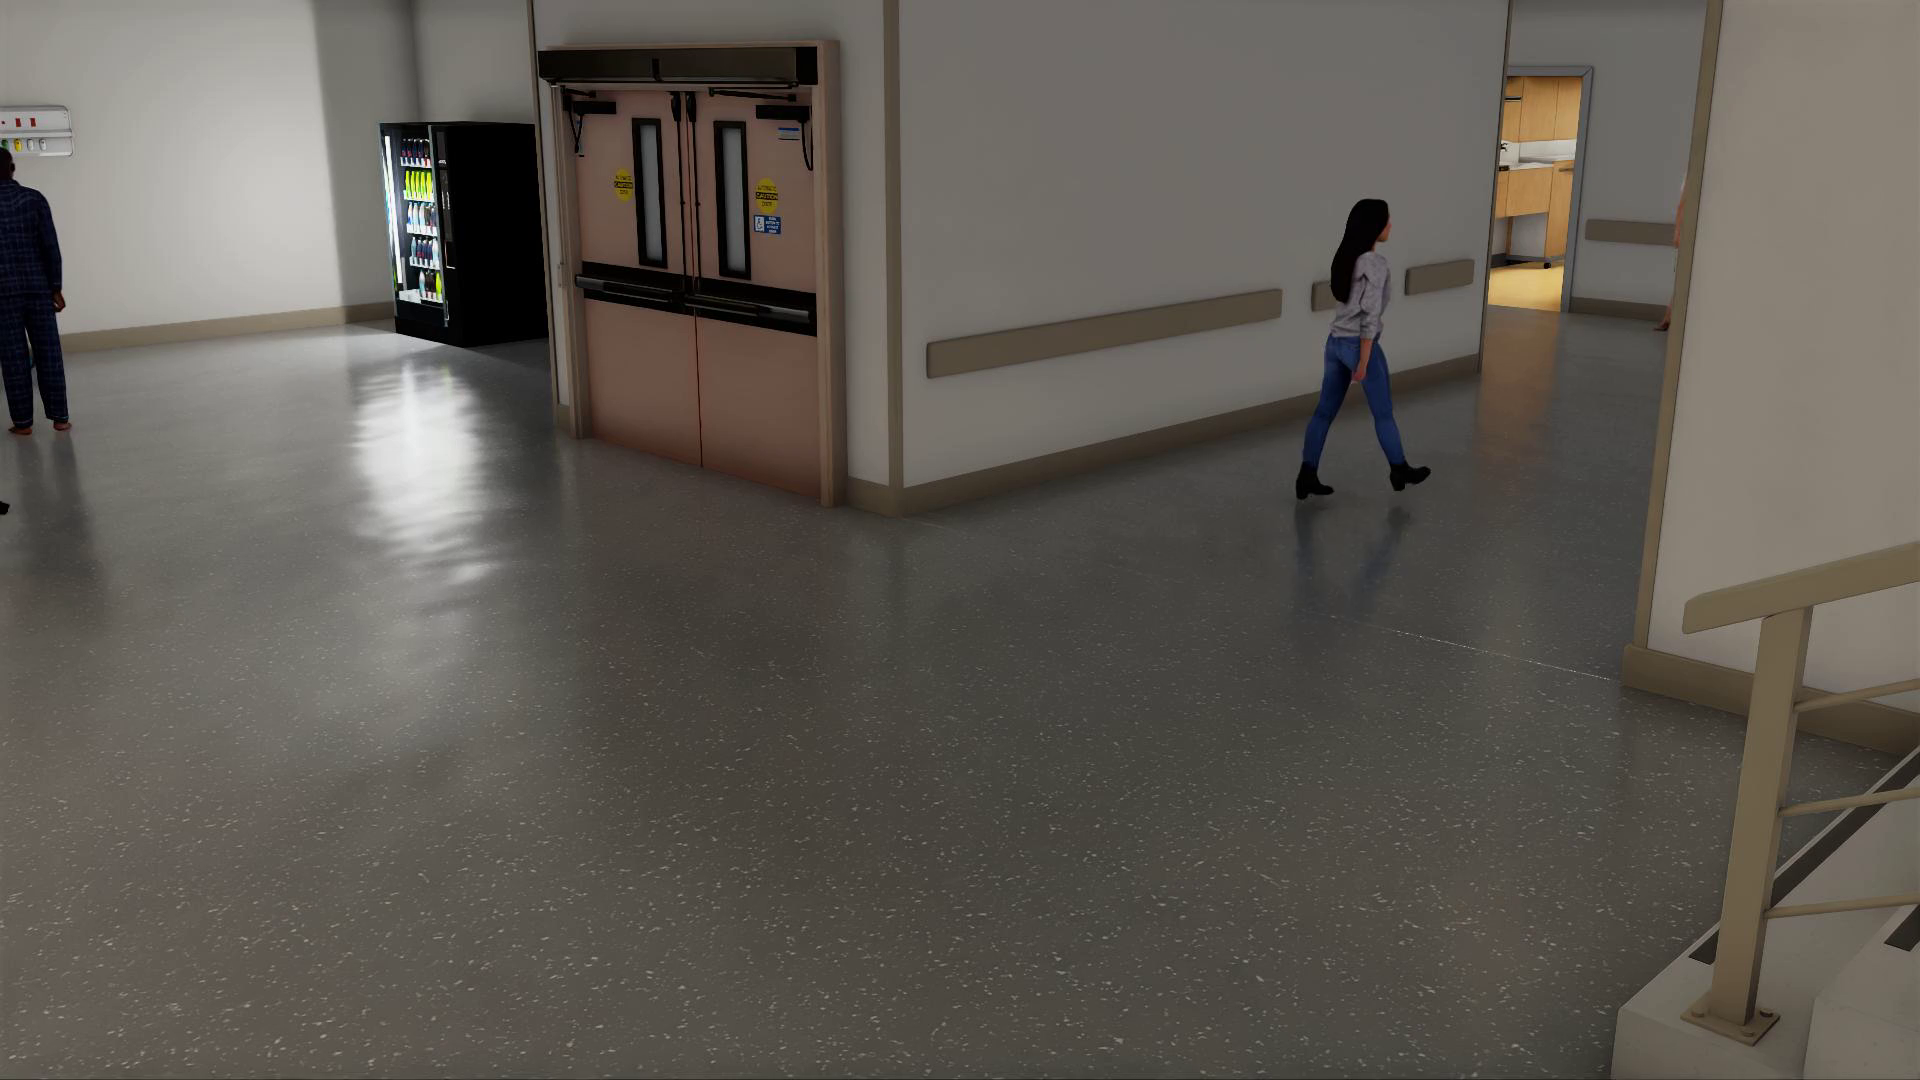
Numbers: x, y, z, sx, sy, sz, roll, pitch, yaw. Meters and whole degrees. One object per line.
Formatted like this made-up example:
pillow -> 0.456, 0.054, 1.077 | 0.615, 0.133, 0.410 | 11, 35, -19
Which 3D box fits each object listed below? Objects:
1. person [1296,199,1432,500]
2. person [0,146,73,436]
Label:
person -> 2.023, -0.982, 8.879 | 0.916, 1.595, 1.020 | -6, 17, -22
person -> -6.015, -1.595, 10.628 | 0.704, 1.824, 0.663 | -11, 19, -34
